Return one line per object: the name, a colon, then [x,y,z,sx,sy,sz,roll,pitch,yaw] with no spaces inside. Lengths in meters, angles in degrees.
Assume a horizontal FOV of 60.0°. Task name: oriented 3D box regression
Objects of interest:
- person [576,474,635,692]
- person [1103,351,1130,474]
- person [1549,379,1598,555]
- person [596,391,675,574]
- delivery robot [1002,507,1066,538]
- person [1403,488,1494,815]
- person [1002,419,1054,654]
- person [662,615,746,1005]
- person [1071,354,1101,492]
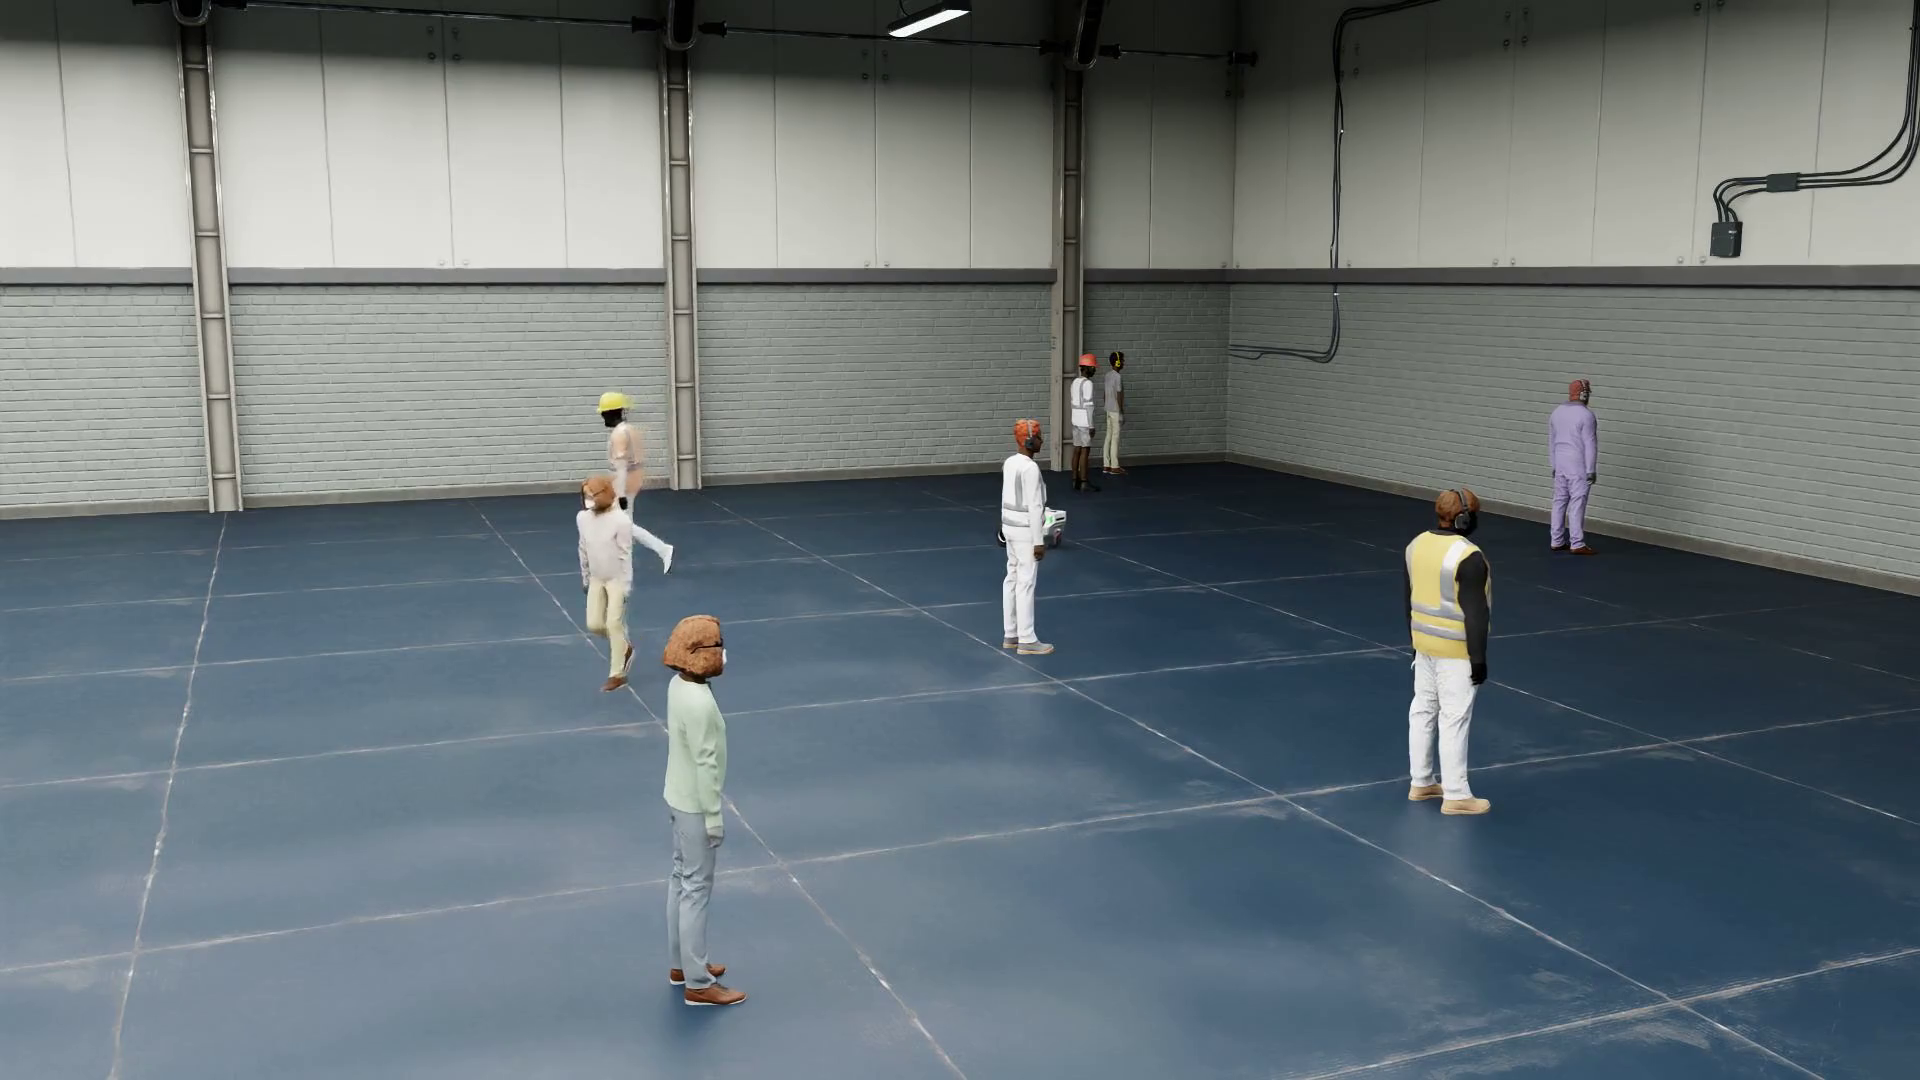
person: [-2.560,0.302,12.183,0.506,1.611,0.470,5,10,27]
person: [2.379,-1.949,25.483,0.331,1.874,0.519,-3,10,-20]
person: [6.719,-0.799,18.148,0.403,1.911,0.637,-3,10,-20]
person: [-3.280,-0.549,16.635,0.760,1.895,0.609,-1,9,-5]
delivery robot: [0.825,-0.235,18.552,0.707,0.478,0.477,6,11,35]
person: [2.782,0.621,9.438,0.430,1.845,0.619,-3,10,-20]
person: [0.523,-0.027,13.380,0.357,1.883,0.573,-3,10,-20]
person: [-1.093,1.117,6.972,0.282,1.634,0.498,-3,10,-20]
person: [1.761,-1.641,23.364,0.376,1.931,0.542,-3,10,-20]
